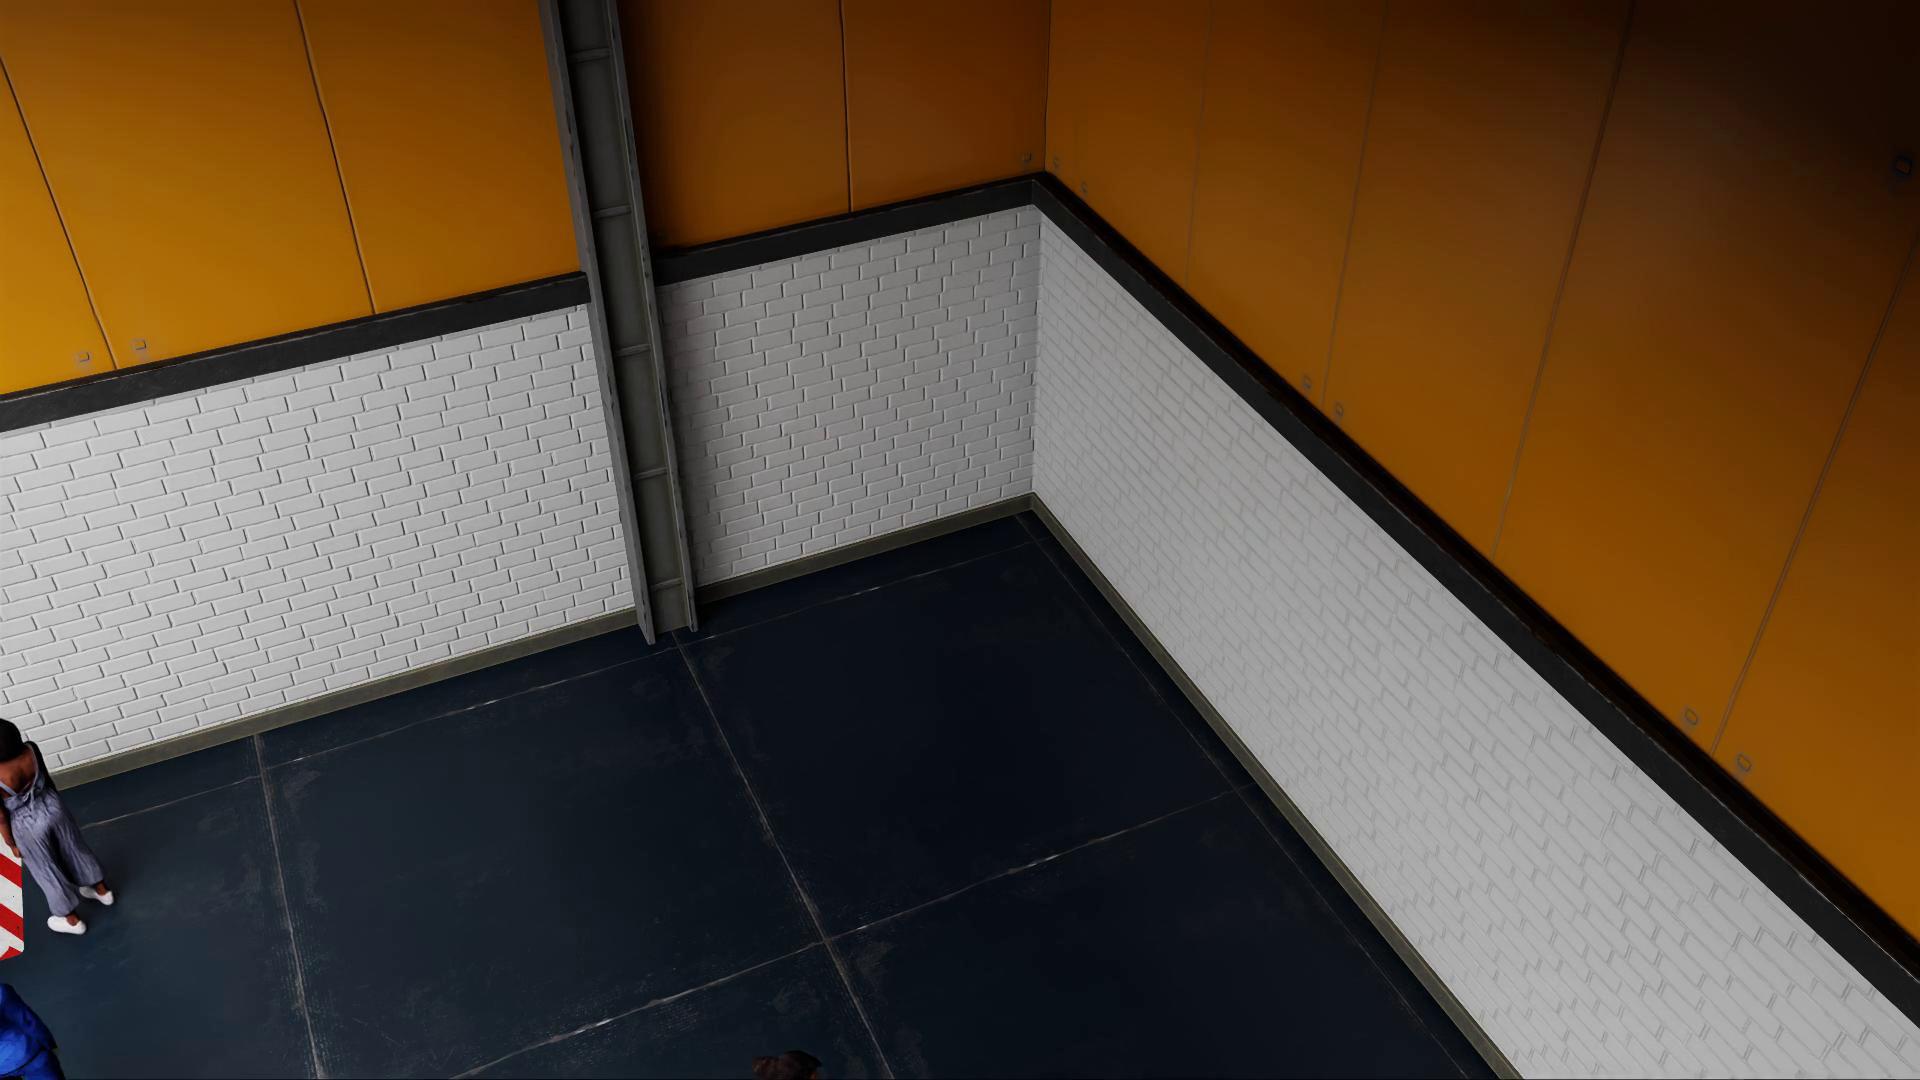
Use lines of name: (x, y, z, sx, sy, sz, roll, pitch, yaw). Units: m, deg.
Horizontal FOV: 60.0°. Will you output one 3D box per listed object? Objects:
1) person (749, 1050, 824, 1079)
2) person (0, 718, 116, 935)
person: (-0.788, 3.092, 8.279, 0.572, 1.641, 0.560, -15, 41, -18)
person: (-5.519, 1.694, 9.986, 0.707, 1.695, 0.633, 16, 41, 19)
